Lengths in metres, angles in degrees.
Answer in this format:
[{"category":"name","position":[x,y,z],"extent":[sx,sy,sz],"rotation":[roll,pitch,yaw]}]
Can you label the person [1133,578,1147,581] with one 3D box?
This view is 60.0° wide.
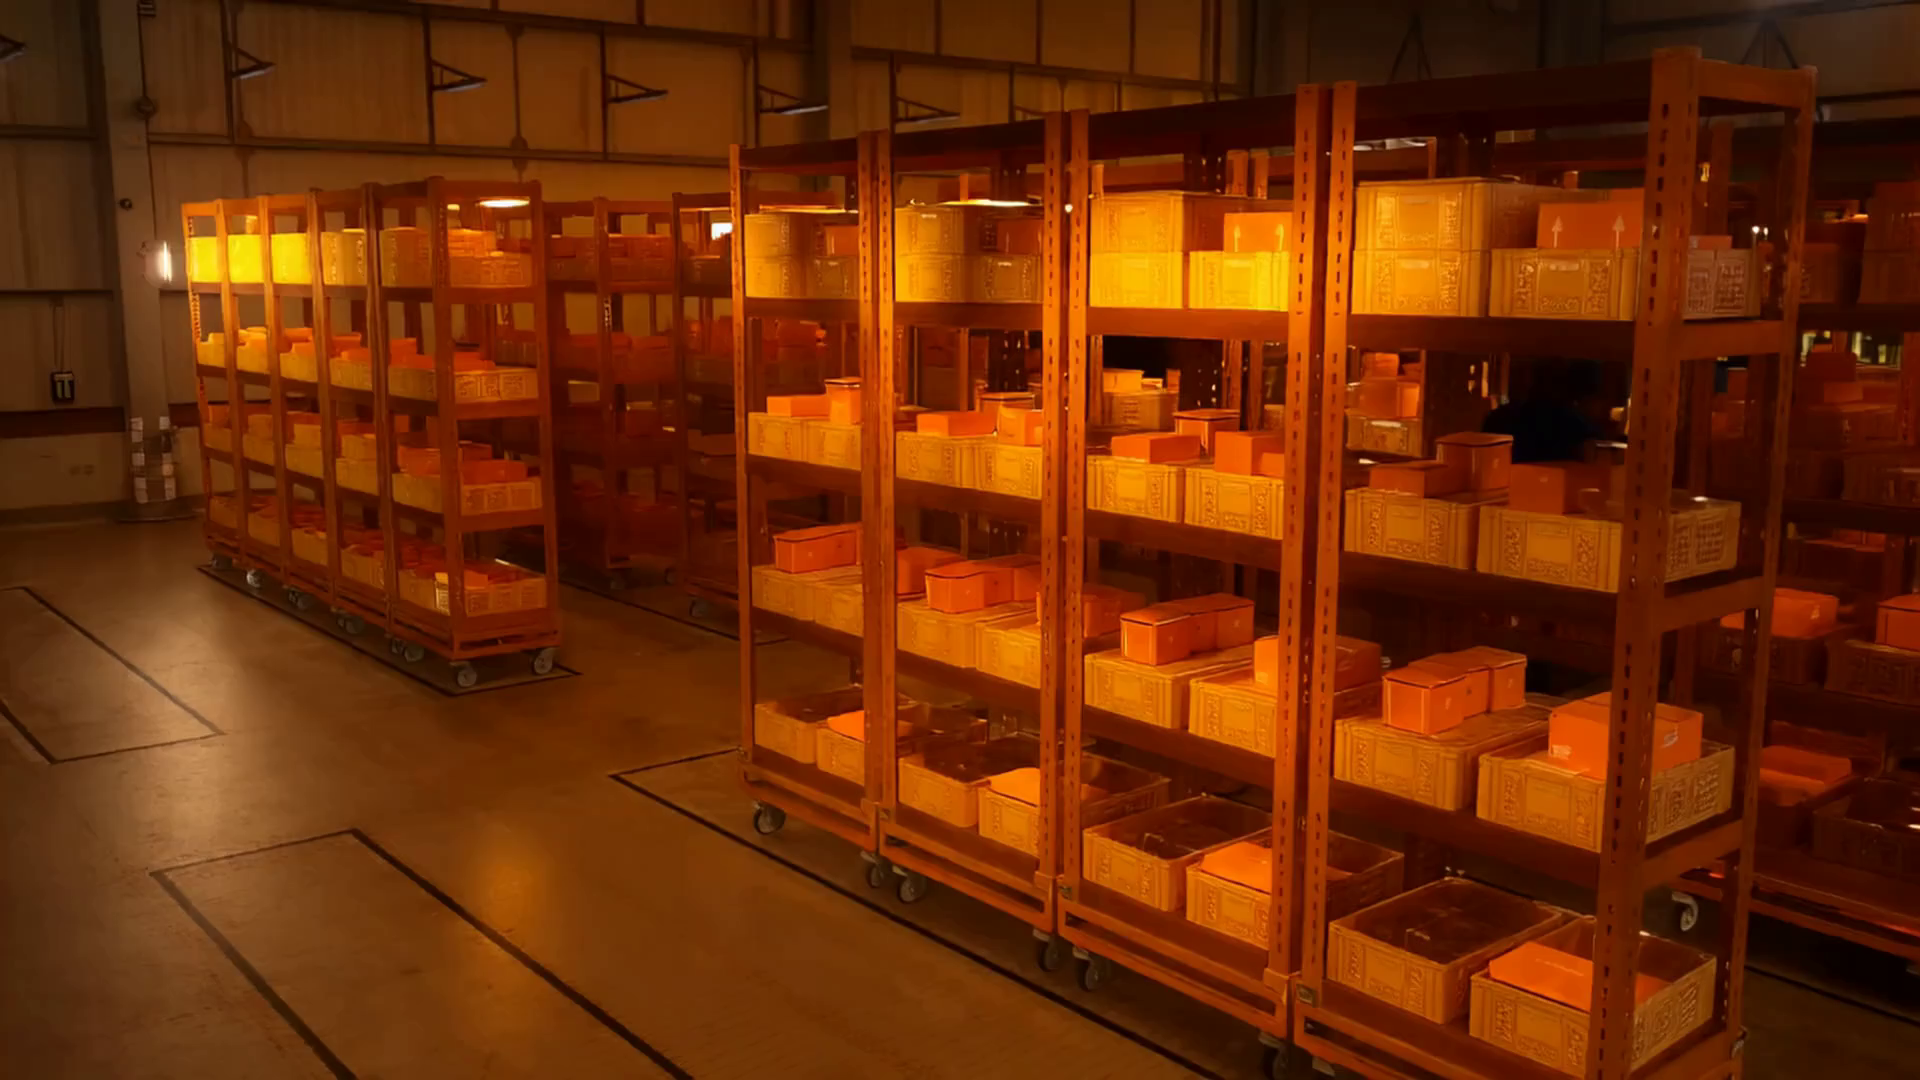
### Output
[{"category":"person","position":[1.995,-0.527,15.990],"extent":[0.782,1.800,0.648],"rotation":[-1,9,-6]}]
